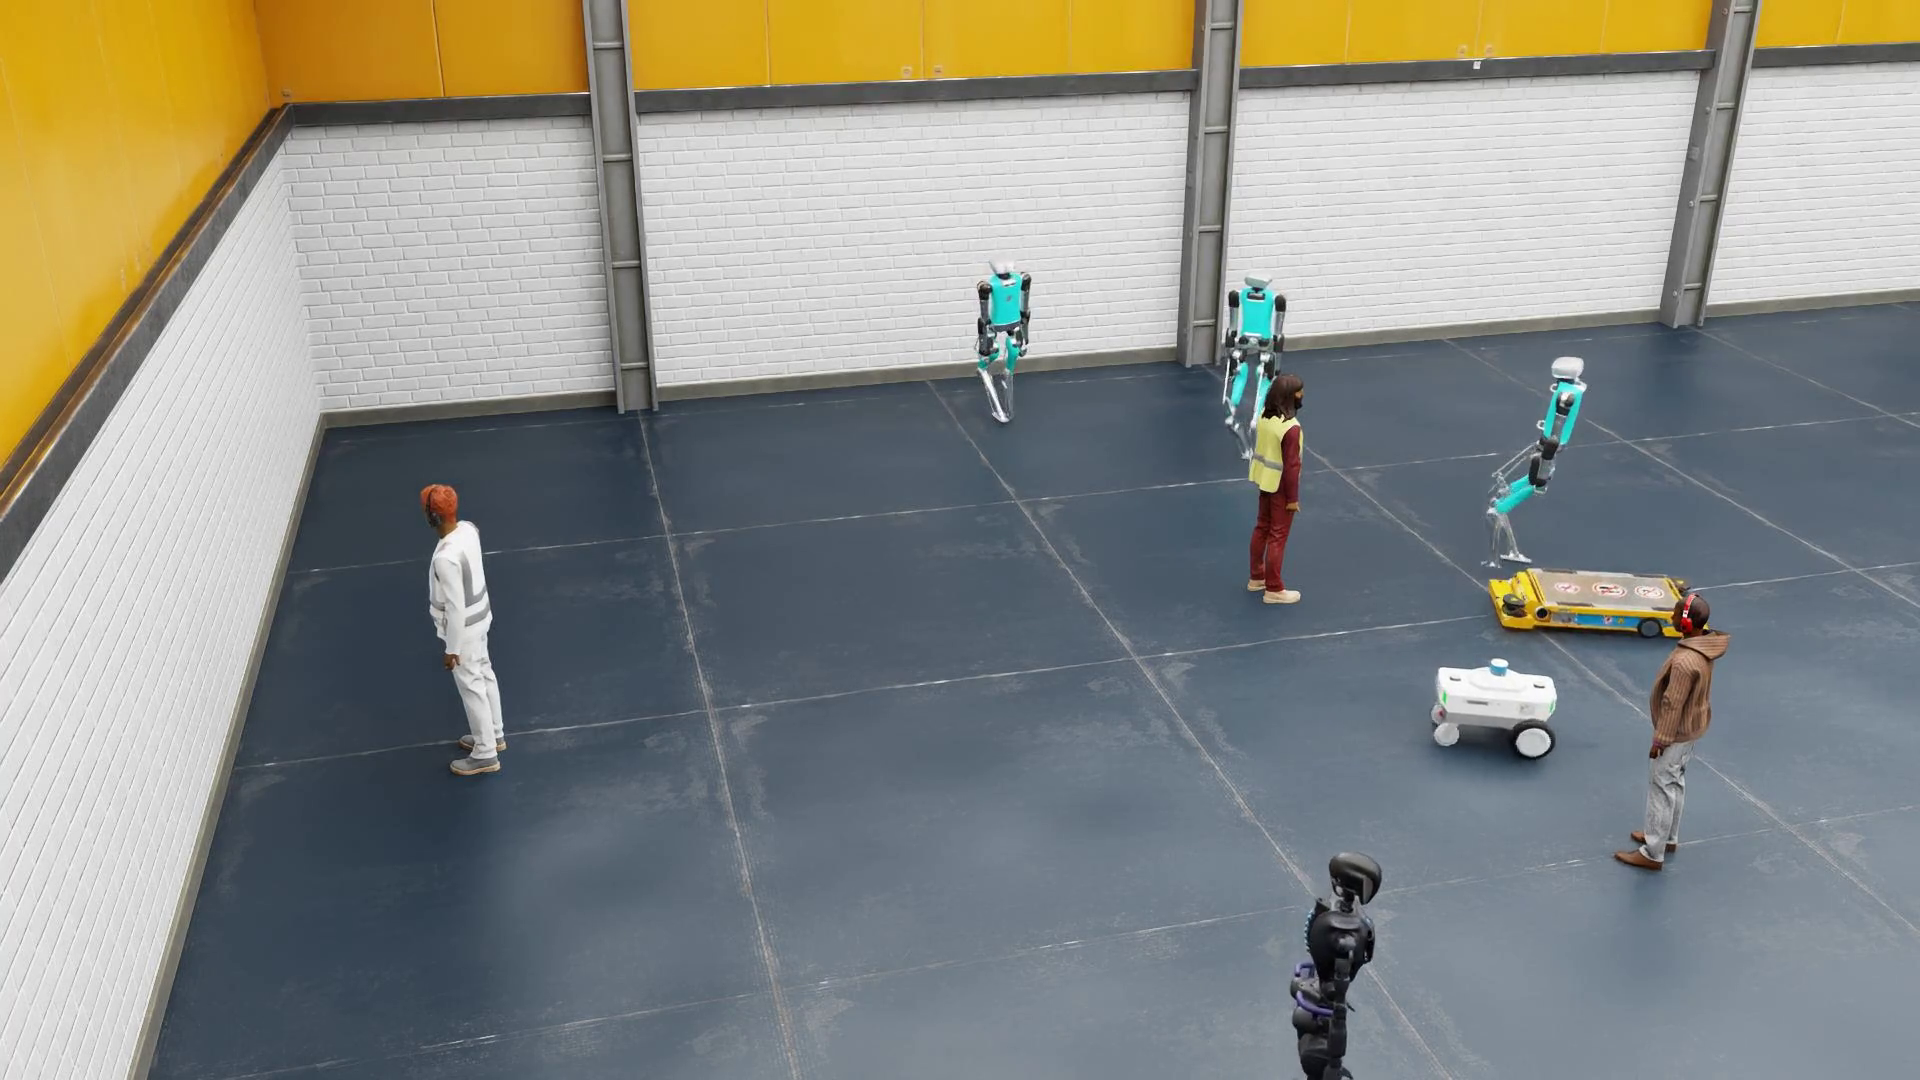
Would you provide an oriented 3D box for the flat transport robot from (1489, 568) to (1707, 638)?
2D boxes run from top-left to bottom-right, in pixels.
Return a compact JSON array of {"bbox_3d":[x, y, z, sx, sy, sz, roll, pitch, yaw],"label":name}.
[{"bbox_3d":[4.705,0.465,12.303,1.431,0.231,0.659,3,24,7],"label":"flat transport robot"}]

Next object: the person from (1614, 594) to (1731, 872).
[{"bbox_3d":[3.977,1.062,9.240,0.334,1.641,0.473,16,28,32],"label":"person"}]

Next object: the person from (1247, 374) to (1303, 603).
[{"bbox_3d":[2.354,-0.384,12.369,0.369,1.768,0.476,-8,25,-18],"label":"person"}]

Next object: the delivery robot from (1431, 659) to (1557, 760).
[{"bbox_3d":[3.441,1.057,10.626,0.792,0.611,0.499,4,24,10],"label":"delivery robot"}]

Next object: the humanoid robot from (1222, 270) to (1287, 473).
[{"bbox_3d":[2.569,-1.434,14.937,0.542,1.882,0.751,9,25,20],"label":"humanoid robot"}]

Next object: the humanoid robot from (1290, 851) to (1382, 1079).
[{"bbox_3d":[1.464,2.021,7.032,0.581,1.632,0.615,3,24,7],"label":"humanoid robot"}]

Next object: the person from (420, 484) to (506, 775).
[{"bbox_3d":[-3.029,0.540,10.132,0.340,1.882,0.579,-1,24,-1],"label":"person"}]

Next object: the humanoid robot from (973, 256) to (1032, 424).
[{"bbox_3d":[0.340,-1.857,15.865,0.621,1.842,0.835,-10,26,-21],"label":"humanoid robot"}]

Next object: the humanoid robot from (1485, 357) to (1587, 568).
[{"bbox_3d":[4.321,-0.538,12.863,0.785,1.871,0.549,11,26,23],"label":"humanoid robot"}]
